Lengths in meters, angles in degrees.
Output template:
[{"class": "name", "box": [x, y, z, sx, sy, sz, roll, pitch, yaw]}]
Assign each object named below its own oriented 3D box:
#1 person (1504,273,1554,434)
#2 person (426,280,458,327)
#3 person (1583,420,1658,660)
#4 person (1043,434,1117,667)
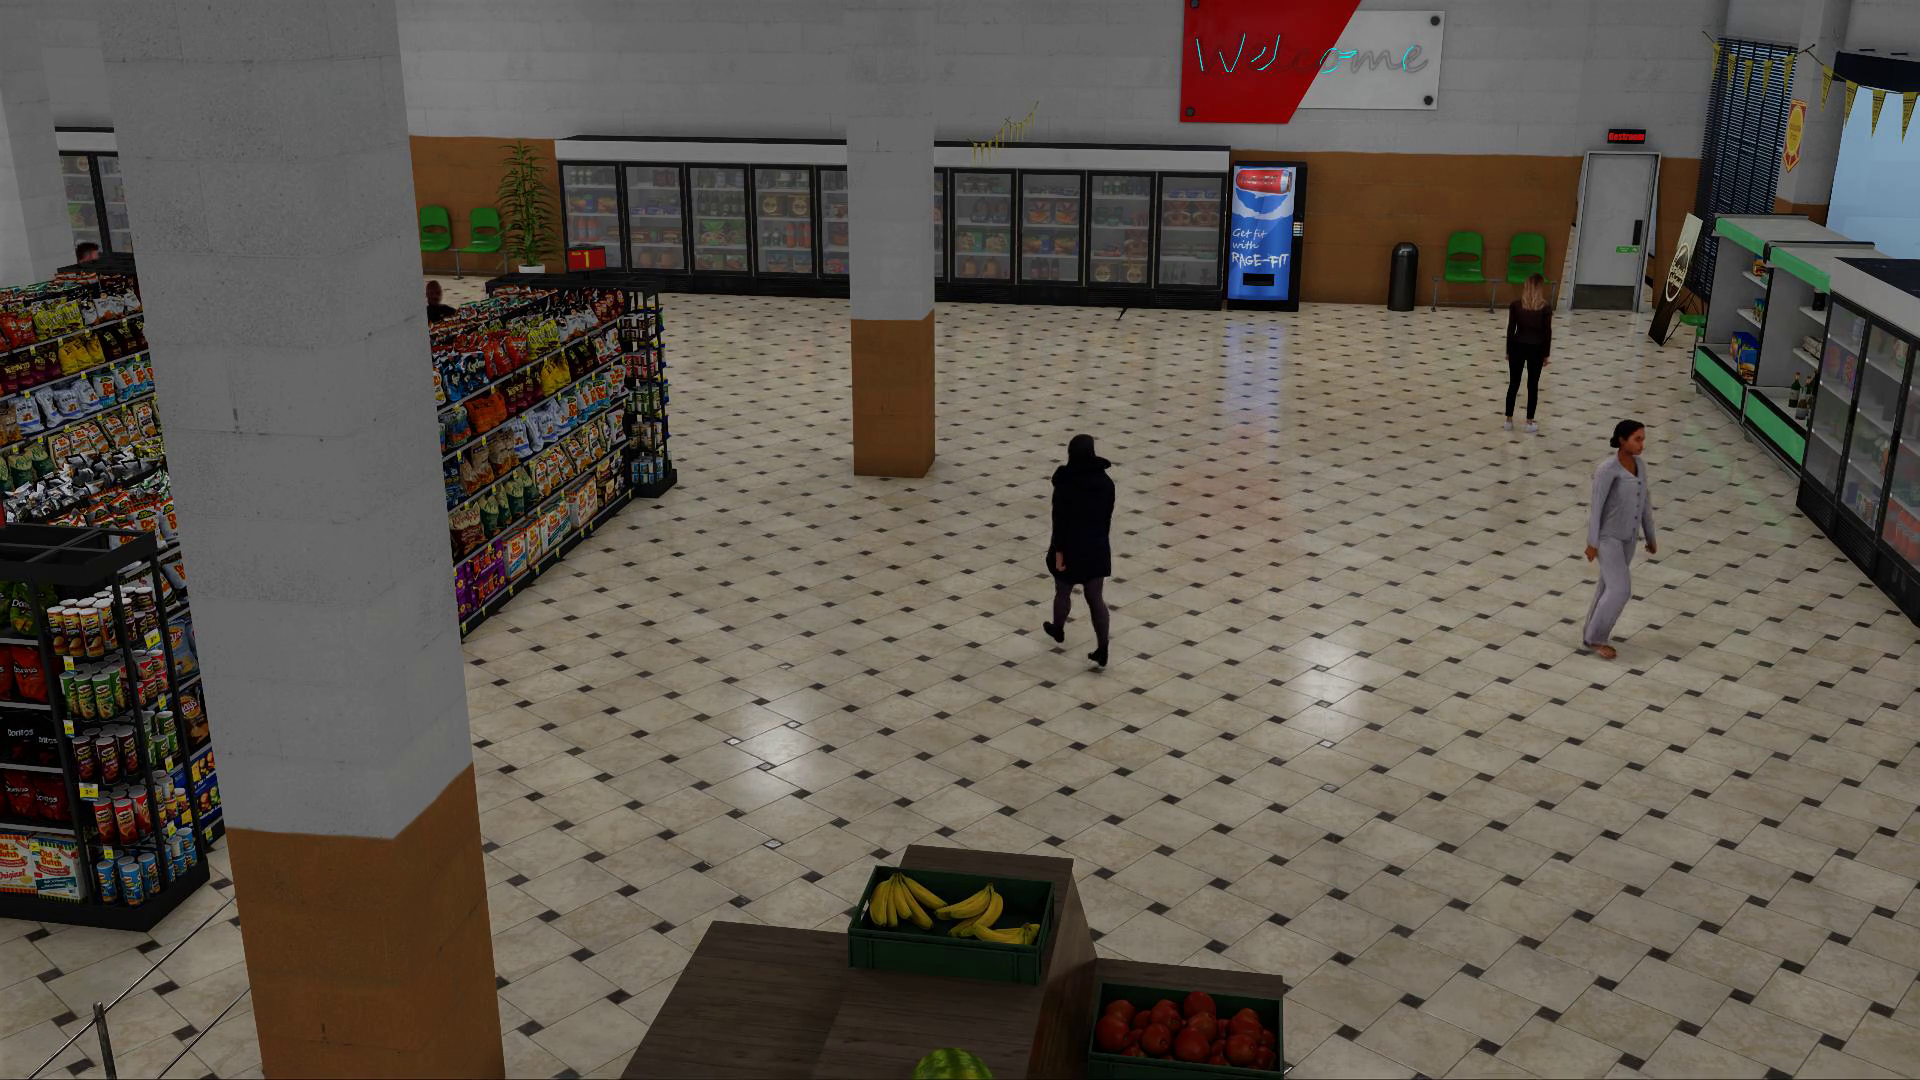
[{"class": "person", "box": [6.051, -2.000, 17.760, 0.665, 1.704, 0.612, 10, 21, 28]}, {"class": "person", "box": [-5.218, -1.713, 16.724, 0.756, 1.823, 0.842, -15, 24, -38]}, {"class": "person", "box": [4.623, -0.039, 11.915, 0.779, 1.722, 0.840, -13, 23, -33]}, {"class": "person", "box": [0.892, 0.101, 11.641, 1.043, 1.633, 1.189, -8, 20, -23]}]
